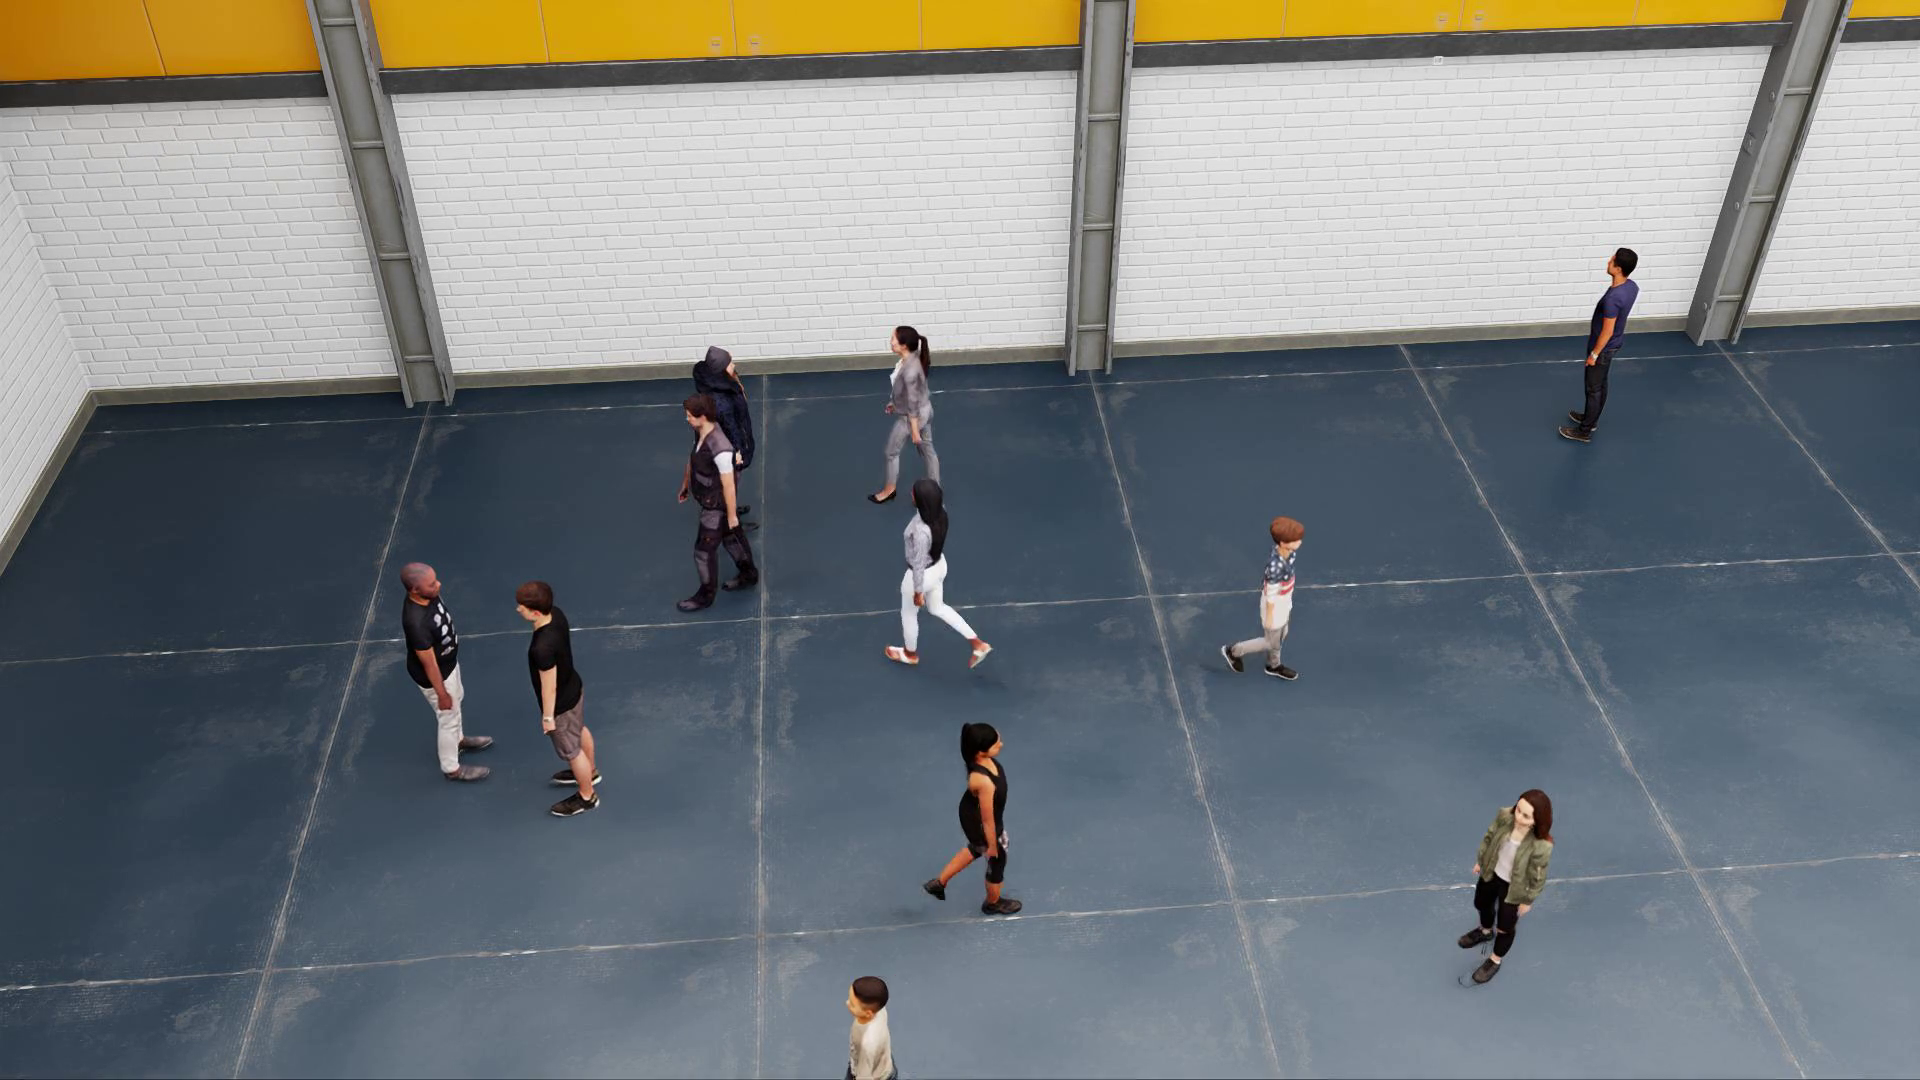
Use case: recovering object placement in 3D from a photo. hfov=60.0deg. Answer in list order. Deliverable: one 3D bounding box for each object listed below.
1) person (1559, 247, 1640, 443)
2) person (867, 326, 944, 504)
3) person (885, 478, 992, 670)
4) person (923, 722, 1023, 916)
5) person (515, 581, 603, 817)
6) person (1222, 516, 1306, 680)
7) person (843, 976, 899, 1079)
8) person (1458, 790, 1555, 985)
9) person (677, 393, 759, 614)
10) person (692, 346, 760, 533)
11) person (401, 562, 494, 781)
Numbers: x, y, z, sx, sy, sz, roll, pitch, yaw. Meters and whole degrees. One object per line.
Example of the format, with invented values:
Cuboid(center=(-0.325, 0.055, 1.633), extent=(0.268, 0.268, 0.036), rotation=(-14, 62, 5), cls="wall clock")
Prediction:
Cuboid(center=(5.455, -1.652, 14.072), extent=(0.744, 1.791, 0.713), rotation=(23, 44, 26), cls="person")
Cuboid(center=(-0.285, -0.961, 13.320), extent=(0.924, 1.650, 0.751), rotation=(5, 39, 7), cls="person")
Cuboid(center=(-0.160, 0.292, 11.709), extent=(1.133, 1.701, 0.923), rotation=(15, 41, 18), cls="person")
Cuboid(center=(0.070, 1.692, 9.997), extent=(0.873, 1.651, 0.665), rotation=(-8, 39, -10), cls="person")
Cuboid(center=(-2.568, 0.990, 10.709), extent=(0.543, 1.859, 0.651), rotation=(-4, 39, -5), cls="person")
Cuboid(center=(2.176, 0.417, 11.772), extent=(0.859, 1.427, 0.701), rotation=(12, 40, 15), cls="person")
Cuboid(center=(-0.379, 2.805, 8.774), extent=(1.021, 1.437, 0.631), rotation=(-7, 39, -9), cls="person")
Cuboid(center=(3.227, 1.987, 9.765), extent=(0.706, 1.479, 0.684), rotation=(-21, 43, -24), cls="person")
Cuboid(center=(-1.713, -0.330, 12.394), extent=(0.994, 1.819, 0.800), rotation=(-15, 41, -18), cls="person")
Cuboid(center=(-1.845, -0.794, 13.091), extent=(0.738, 1.674, 0.737), rotation=(-12, 40, -15), cls="person")
Cuboid(center=(-3.445, 0.850, 10.932), extent=(0.613, 1.799, 0.676), rotation=(-7, 39, -8), cls="person")
